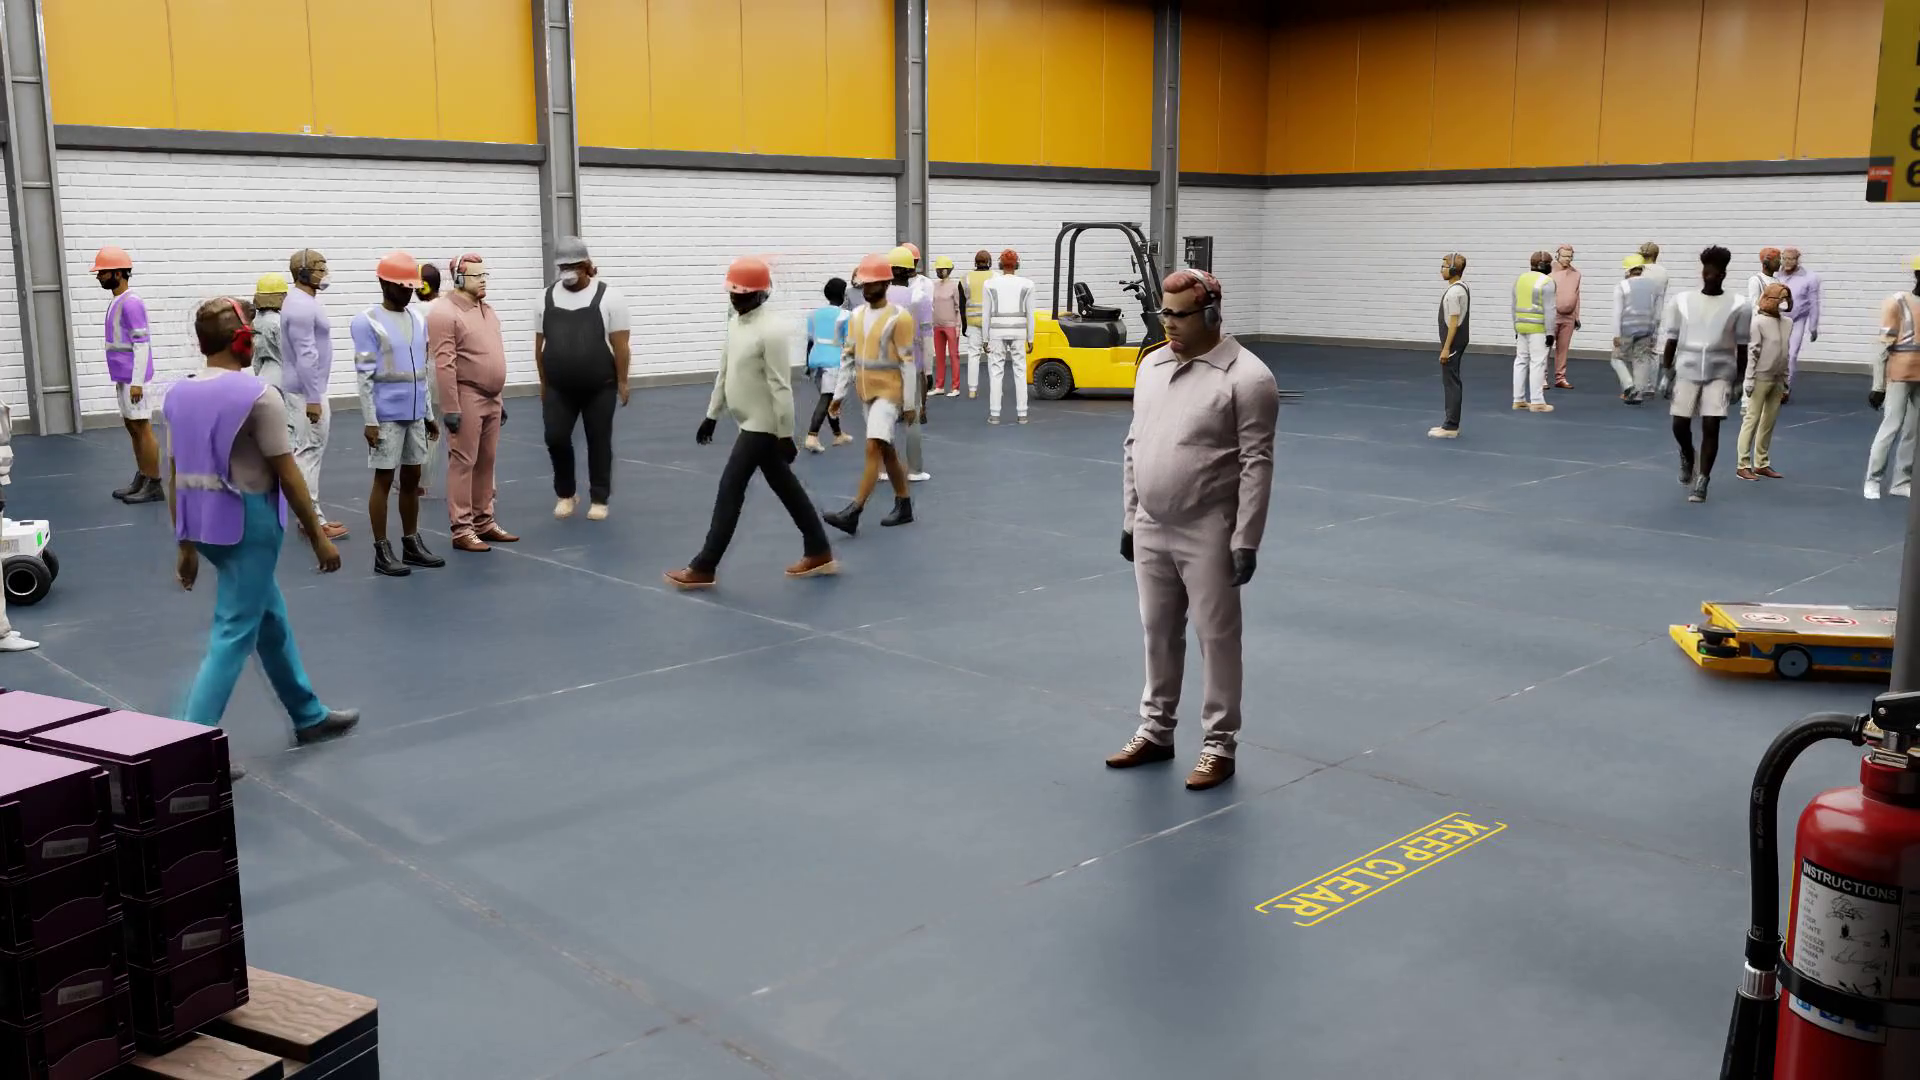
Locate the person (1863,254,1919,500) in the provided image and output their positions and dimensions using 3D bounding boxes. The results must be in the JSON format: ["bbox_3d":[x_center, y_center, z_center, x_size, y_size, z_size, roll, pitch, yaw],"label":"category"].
[{"bbox_3d":[7.283,-1.250,12.756,0.683,1.909,0.393,-3,11,-16],"label":"person"}]

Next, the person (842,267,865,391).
[{"bbox_3d":[-1.297,-2.725,21.577,0.508,1.619,0.433,3,11,15],"label":"person"}]

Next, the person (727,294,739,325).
[{"bbox_3d":[-2.605,-2.457,20.054,0.497,1.633,0.285,6,12,31],"label":"person"}]

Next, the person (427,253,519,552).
[{"bbox_3d":[-3.132,-0.889,10.758,0.409,1.907,0.648,3,11,14],"label":"person"}]

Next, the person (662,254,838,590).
[{"bbox_3d":[-1.170,-0.675,9.566,1.074,1.922,0.630,-4,11,-21],"label":"person"}]

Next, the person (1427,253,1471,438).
[{"bbox_3d":[4.911,-1.940,16.656,0.345,1.846,0.508,4,11,22],"label":"person"}]

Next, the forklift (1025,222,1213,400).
[{"bbox_3d":[1.935,-2.847,20.651,2.313,2.155,1.214,2,11,13],"label":"forklift"}]

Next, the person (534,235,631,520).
[{"bbox_3d":[-2.682,-1.144,11.782,0.692,2.000,0.535,0,10,-1],"label":"person"}]

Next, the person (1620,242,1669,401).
[{"bbox_3d":[8.418,-2.681,20.444,0.631,1.940,0.372,-8,13,-38],"label":"person"}]

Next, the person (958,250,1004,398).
[{"bbox_3d":[0.298,-2.689,20.755,0.627,1.843,0.429,2,11,11],"label":"person"}]

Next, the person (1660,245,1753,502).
[{"bbox_3d":[5.725,-1.282,12.775,0.621,1.953,0.641,6,12,29],"label":"person"}]

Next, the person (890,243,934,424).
[{"bbox_3d":[-0.545,-2.203,17.839,0.544,1.939,0.354,6,12,29],"label":"person"}]

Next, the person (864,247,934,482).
[{"bbox_3d":[-0.494,-1.430,13.649,0.588,1.927,0.370,2,11,12],"label":"person"}]

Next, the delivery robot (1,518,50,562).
[{"bbox_3d":[-5.435,0.030,9.179,0.707,0.478,0.477,-4,11,-23],"label":"delivery robot"}]

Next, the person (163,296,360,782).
[{"bbox_3d":[-2.691,-0.011,6.281,0.578,1.800,0.940,7,13,34],"label":"person"}]

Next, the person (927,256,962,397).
[{"bbox_3d":[-0.187,-2.678,20.893,0.526,1.768,0.330,9,14,40],"label":"person"}]

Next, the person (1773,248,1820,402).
[{"bbox_3d":[9.853,-2.551,19.926,0.675,1.859,0.978,10,14,43],"label":"person"}]

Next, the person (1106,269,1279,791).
[{"bbox_3d":[0.836,-0.039,6.144,0.407,1.902,0.639,-10,14,-43],"label":"person"}]

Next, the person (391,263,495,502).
[{"bbox_3d":[-3.960,-1.189,12.664,0.972,1.800,0.628,6,12,30],"label":"person"}]

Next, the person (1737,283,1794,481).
[{"bbox_3d":[6.709,-1.313,13.814,0.507,1.632,0.264,-5,12,-26],"label":"person"}]

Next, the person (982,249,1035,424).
[{"bbox_3d":[0.519,-2.179,17.891,0.573,1.876,0.355,0,10,0],"label":"person"}]

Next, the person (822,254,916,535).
[{"bbox_3d":[-0.623,-0.984,11.326,0.975,1.887,0.550,-10,14,-44],"label":"person"}]

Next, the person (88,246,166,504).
[{"bbox_3d":[-6.317,-1.241,12.596,0.375,1.935,0.550,-8,13,-37],"label":"person"}]

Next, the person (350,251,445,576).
[{"bbox_3d":[-3.351,-0.757,9.982,0.374,1.928,0.543,5,12,27],"label":"person"}]

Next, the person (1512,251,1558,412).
[{"bbox_3d":[6.641,-2.402,19.197,0.430,1.840,0.625,-4,11,-21],"label":"person"}]

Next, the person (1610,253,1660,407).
[{"bbox_3d":[7.925,-2.463,19.603,0.585,1.818,0.436,-1,10,-7],"label":"person"}]

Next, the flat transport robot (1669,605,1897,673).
[{"bbox_3d":[4.166,0.470,7.811,1.431,0.197,0.652,2,11,10],"label":"flat transport robot"}]

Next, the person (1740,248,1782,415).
[{"bbox_3d":[9.042,-2.337,18.717,0.576,1.884,0.355,-9,14,-41],"label":"person"}]

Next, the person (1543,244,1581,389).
[{"bbox_3d":[7.913,-2.936,21.943,0.639,1.901,0.406,-3,11,-15],"label":"person"}]

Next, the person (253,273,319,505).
[{"bbox_3d":[-5.132,-1.135,12.545,0.487,1.744,0.294,8,13,36],"label":"person"}]

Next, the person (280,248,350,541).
[{"bbox_3d":[-4.330,-0.967,11.098,0.369,1.938,0.630,-4,11,-21],"label":"person"}]

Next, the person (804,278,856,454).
[{"bbox_3d":[-1.244,-1.646,15.638,0.538,1.633,0.938,7,12,32],"label":"person"}]

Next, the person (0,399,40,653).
[{"bbox_3d":[-4.774,-0.268,8.102,0.310,1.639,0.514,-9,14,-41],"label":"person"}]
